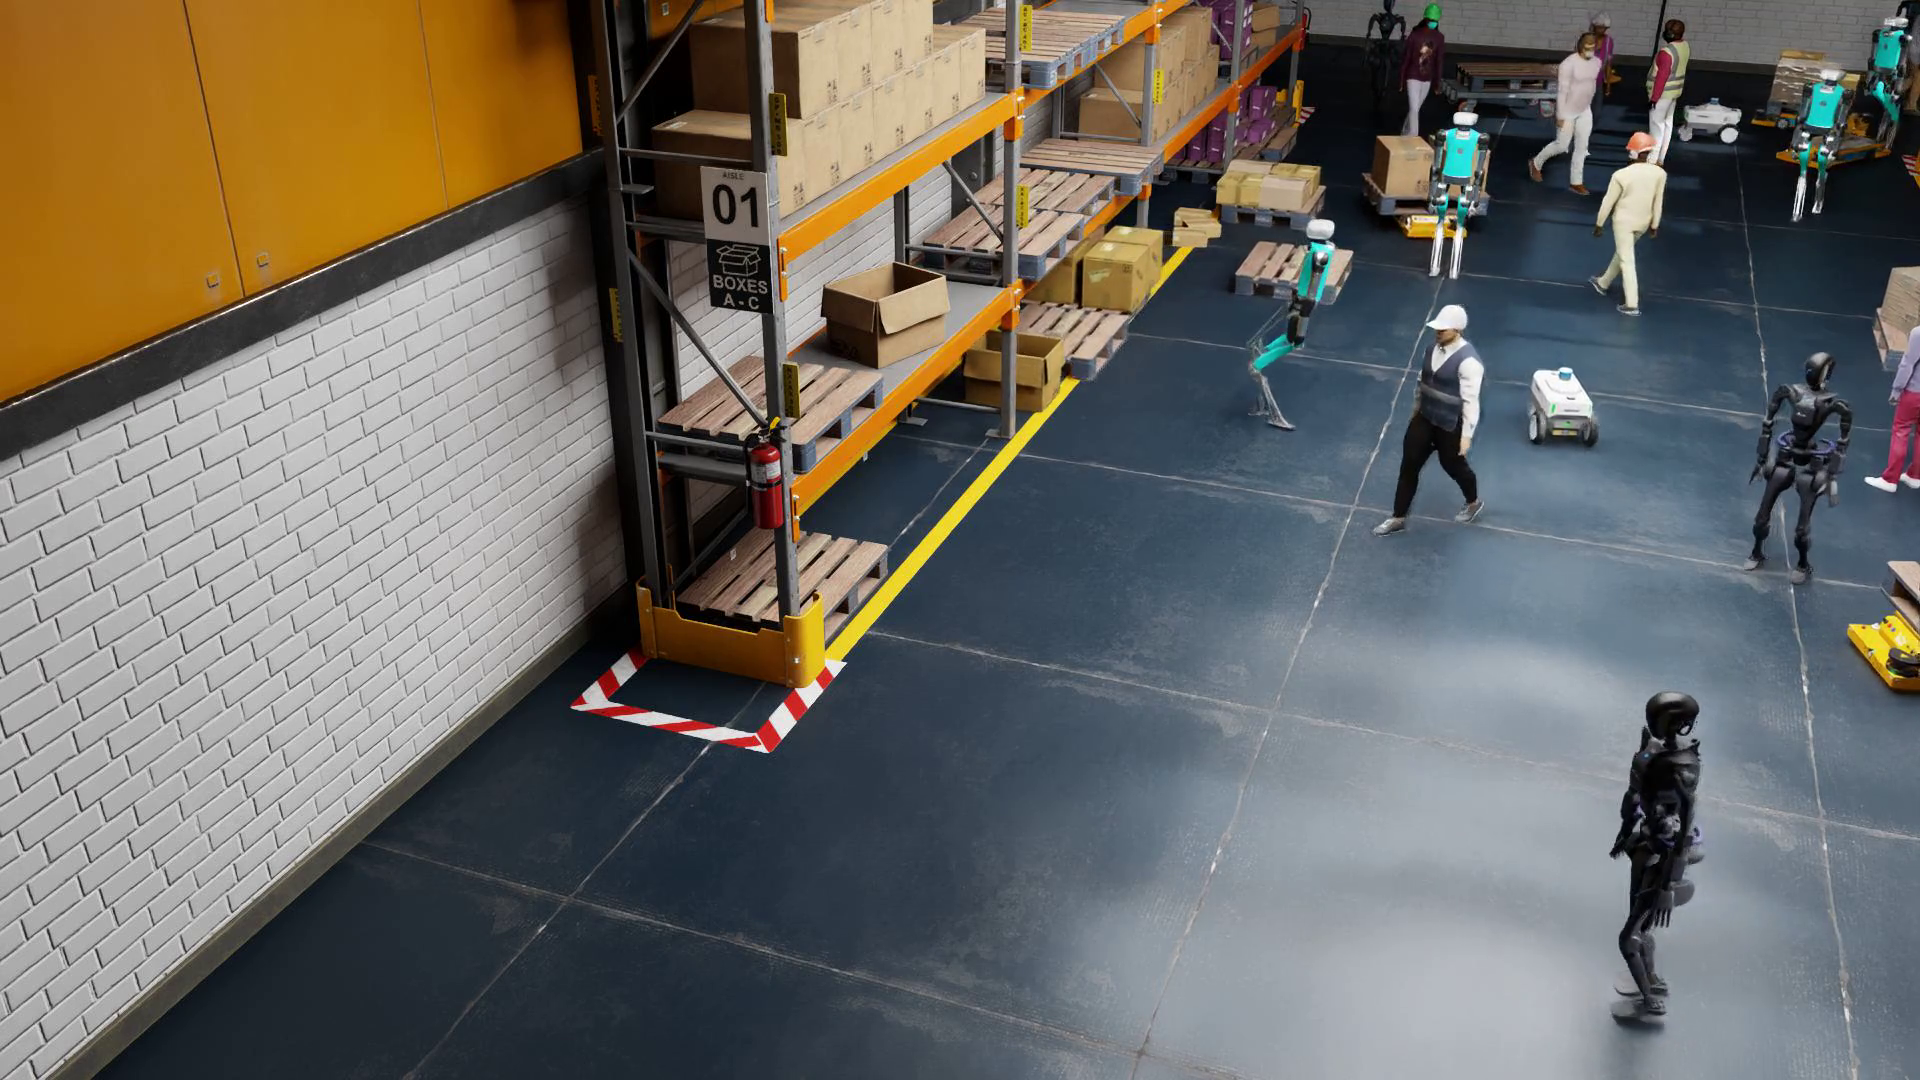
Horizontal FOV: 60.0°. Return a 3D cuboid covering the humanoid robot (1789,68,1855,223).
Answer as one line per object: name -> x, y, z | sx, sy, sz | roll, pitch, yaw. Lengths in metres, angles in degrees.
humanoid robot -> 9.794, -4.478, 18.906 | 0.548, 1.829, 0.874 | 21, 34, 34

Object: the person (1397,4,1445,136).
person -> 5.996, -5.944, 21.497 | 0.503, 1.899, 0.962 | -6, 28, -11

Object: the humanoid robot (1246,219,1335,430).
humanoid robot -> 2.580, -1.732, 13.516 | 0.784, 1.783, 0.539 | 4, 28, 7

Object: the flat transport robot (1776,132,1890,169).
flat transport robot -> 11.322, -5.046, 21.538 | 1.431, 0.231, 0.659 | -15, 31, -27

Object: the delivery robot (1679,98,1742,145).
delivery robot -> 10.122, -5.628, 22.375 | 0.810, 0.612, 0.499 | 8, 28, 15

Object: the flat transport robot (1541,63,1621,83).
flat transport robot -> 9.404, -7.186, 25.690 | 1.431, 0.231, 0.659 | -7, 28, -14

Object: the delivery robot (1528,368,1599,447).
delivery robot -> 4.905, -1.102, 13.577 | 0.499, 0.595, 0.781 | 2, 27, 4

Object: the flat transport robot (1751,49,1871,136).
flat transport robot -> 11.797, -5.826, 23.052 | 1.431, 0.231, 0.659 | 15, 31, 27

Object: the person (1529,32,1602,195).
person -> 7.307, -5.145, 19.946 | 0.642, 1.910, 0.759 | -11, 29, -21

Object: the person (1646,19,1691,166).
person -> 8.809, -5.582, 20.863 | 0.620, 1.845, 0.431 | -24, 36, -38

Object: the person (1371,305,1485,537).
person -> 3.463, -0.852, 11.821 | 0.899, 1.716, 0.741 | -16, 31, -28

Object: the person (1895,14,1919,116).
person -> 13.529, -6.858, 23.480 | 0.548, 1.708, 0.608 | 10, 29, 19

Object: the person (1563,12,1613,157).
person -> 8.122, -5.877, 21.457 | 0.621, 1.817, 0.639 | 0, 27, 0

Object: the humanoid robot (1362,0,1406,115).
humanoid robot -> 6.075, -6.955, 23.740 | 0.589, 1.631, 0.719 | 11, 29, 20

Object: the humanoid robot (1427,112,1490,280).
humanoid robot -> 5.038, -3.540, 16.917 | 0.531, 1.709, 0.715 | 9, 29, 17

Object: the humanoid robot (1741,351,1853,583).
humanoid robot -> 5.660, -0.507, 11.198 | 0.588, 1.639, 0.372 | 24, 35, 38

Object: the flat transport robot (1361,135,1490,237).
flat transport robot -> 5.277, -3.752, 19.028 | 0.659, 0.231, 1.431 | 0, 27, 0

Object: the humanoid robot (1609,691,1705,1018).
humanoid robot -> 3.159, 1.413, 7.481 | 0.383, 1.637, 0.589 | -1, 27, -2

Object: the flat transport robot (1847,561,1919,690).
flat transport robot -> 6.418, 0.705, 10.383 | 1.431, 0.231, 0.659 | 1, 27, 3

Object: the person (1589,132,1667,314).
person -> 6.507, -3.118, 16.227 | 0.575, 1.694, 0.950 | -6, 28, -12

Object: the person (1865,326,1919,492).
person -> 7.198, -1.131, 12.457 | 0.506, 1.623, 0.297 | -8, 28, -15

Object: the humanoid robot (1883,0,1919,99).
humanoid robot -> 13.942, -7.345, 24.457 | 0.424, 1.640, 0.590 | -17, 32, -30

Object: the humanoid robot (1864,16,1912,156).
humanoid robot -> 12.077, -5.849, 21.553 | 0.715, 1.836, 0.544 | -11, 29, -21
